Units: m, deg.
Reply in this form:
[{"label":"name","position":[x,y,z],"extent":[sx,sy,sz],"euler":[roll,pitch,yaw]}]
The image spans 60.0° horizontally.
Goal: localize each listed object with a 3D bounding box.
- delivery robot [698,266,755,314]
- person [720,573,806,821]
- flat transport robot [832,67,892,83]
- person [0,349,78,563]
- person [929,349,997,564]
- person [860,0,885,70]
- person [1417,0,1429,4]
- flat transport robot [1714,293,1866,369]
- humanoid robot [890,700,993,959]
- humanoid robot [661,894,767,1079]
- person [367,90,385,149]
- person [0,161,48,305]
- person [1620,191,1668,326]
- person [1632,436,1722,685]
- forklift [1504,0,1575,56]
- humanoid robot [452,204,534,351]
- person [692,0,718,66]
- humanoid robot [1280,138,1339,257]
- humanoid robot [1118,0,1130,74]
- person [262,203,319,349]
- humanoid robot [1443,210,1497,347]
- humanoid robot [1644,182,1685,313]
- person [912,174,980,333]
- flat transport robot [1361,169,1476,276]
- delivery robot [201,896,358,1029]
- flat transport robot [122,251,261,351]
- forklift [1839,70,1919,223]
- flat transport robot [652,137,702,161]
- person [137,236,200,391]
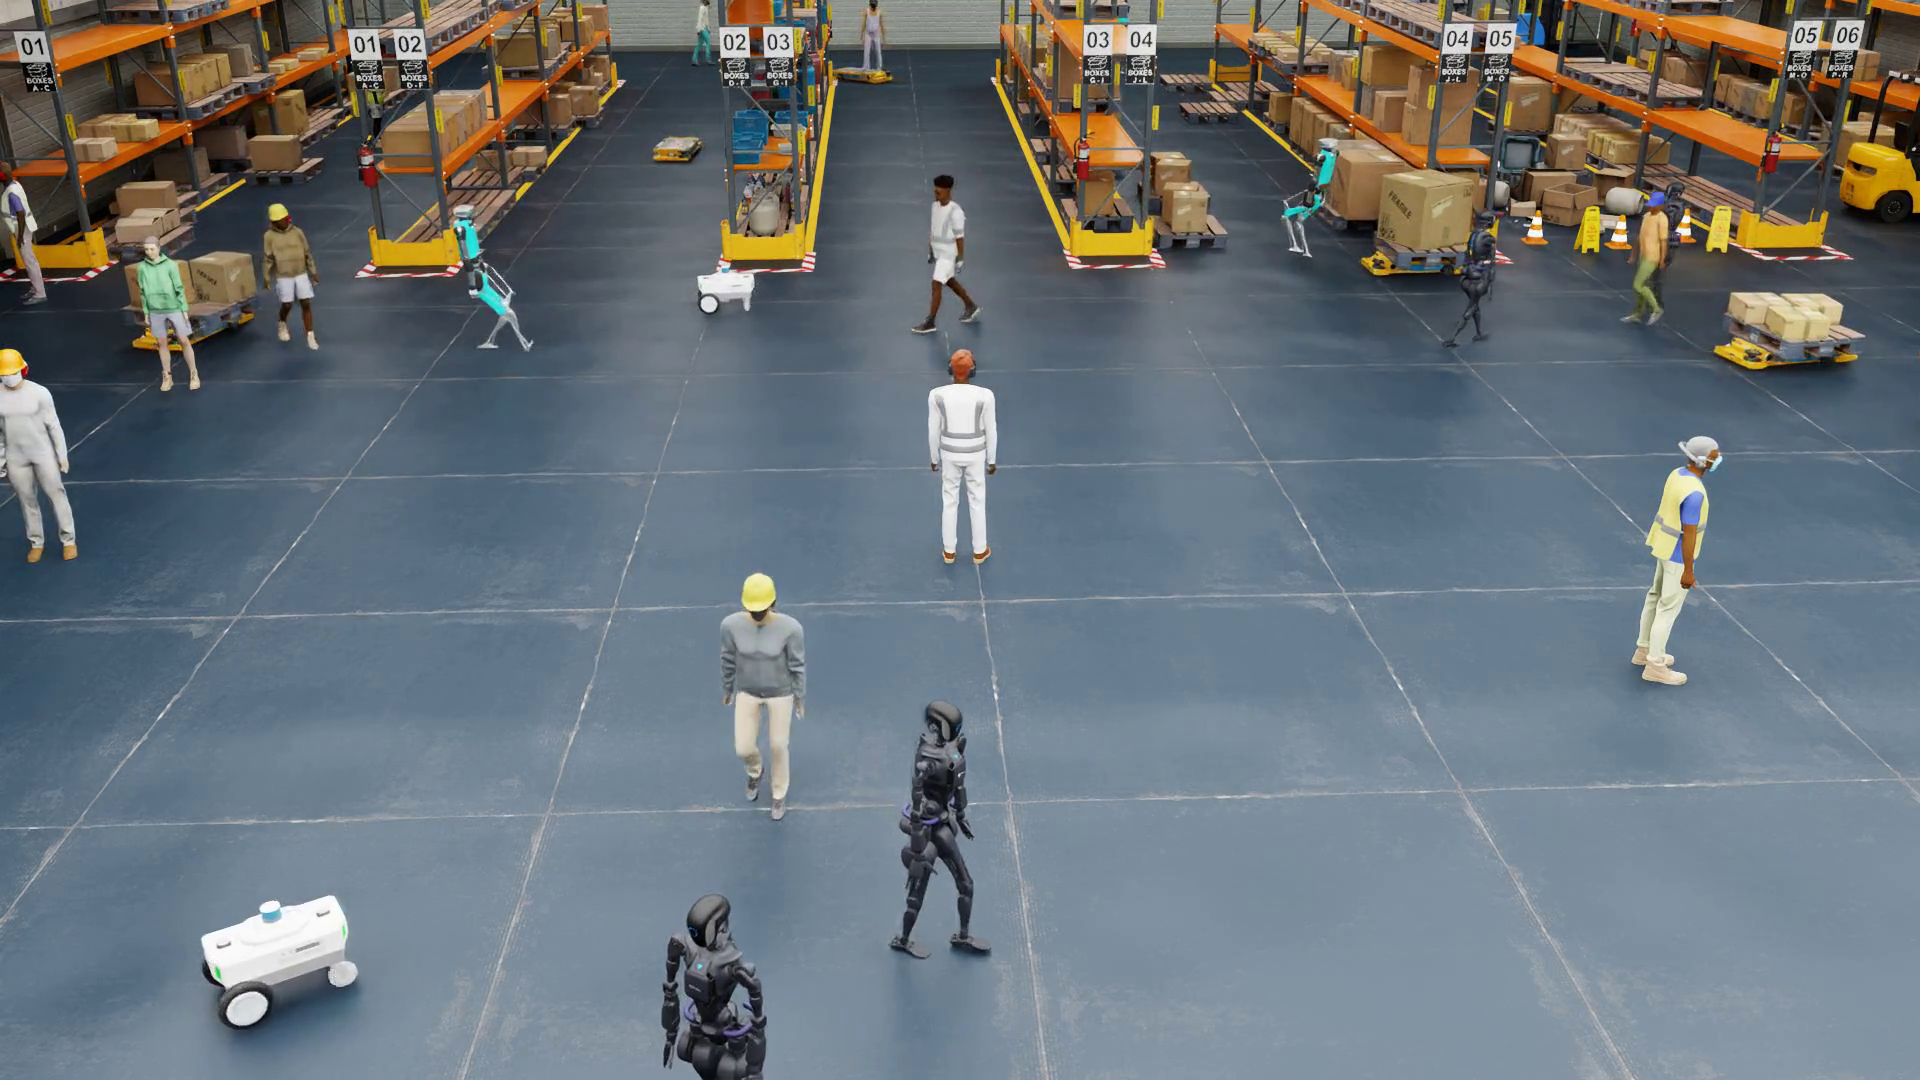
[{"label":"delivery robot","position":[-3.031,-3.210,21.357],"extent":[0.785,0.614,0.526],"euler":[-3,24,-7]},{"label":"person","position":[-1.230,0.983,10.436],"extent":[0.548,1.747,0.395],"euler":[0,24,1]},{"label":"flat transport robot","position":[-2.355,-10.870,38.898],"extent":[1.431,0.231,0.659],"euler":[14,27,28]},{"label":"person","position":[-7.879,-0.718,14.100],"extent":[0.569,1.889,0.389],"euler":[-5,25,-11]},{"label":"person","position":[0.028,-0.695,14.050],"extent":[0.574,1.882,0.351],"euler":[3,24,6]},{"label":"person","position":[-2.066,-11.843,39.146],"extent":[0.615,1.853,0.457],"euler":[-1,24,-1]},{"label":"person","position":[11.685,-13.051,41.916],"extent":[0.375,1.797,0.602],"euler":[-13,27,-27]},{"label":"flat transport robot","position":[9.678,-2.222,19.465],"extent":[1.431,0.231,0.659],"euler":[-5,25,-12]},{"label":"humanoid robot","position":[-0.107,1.612,9.137],"extent":[0.631,1.632,0.589],"euler":[11,26,24]},{"label":"humanoid robot","position":[-1.114,2.305,7.615],"extent":[0.589,1.623,0.790],"euler":[12,27,25]},{"label":"person","position":[-10.920,-8.202,31.156],"extent":[0.322,1.690,0.531],"euler":[-5,24,-11]},{"label":"person","position":[-12.108,-3.966,21.454],"extent":[0.389,1.838,0.563],"euler":[-14,27,-28]},{"label":"person","position":[8.488,-3.462,20.498],"extent":[0.394,1.695,0.455],"euler":[1,24,3]},{"label":"person","position":[5.234,0.133,12.180],"extent":[0.383,1.890,0.542],"euler":[3,24,6]},{"label":"forklift","position":[14.700,-13.805,42.301],"extent":[1.873,2.768,1.129],"euler":[-1,24,-2]},{"label":"humanoid robot","position":[-5.423,-3.031,19.557],"extent":[0.886,1.828,0.547],"euler":[-1,24,-2]},{"label":"person","position":[-6.289,-12.528,40.826],"extent":[0.761,1.721,0.540],"euler":[-4,24,-8]},{"label":"humanoid robot","position":[4.874,-4.831,23.536],"extent":[0.840,1.759,0.544],"euler":[17,29,34]},{"label":"humanoid robot","position":[3.992,-11.875,39.388],"extent":[0.560,1.795,0.932],"euler":[-15,28,-30]},{"label":"person","position":[-7.982,-3.157,19.778],"extent":[0.599,1.739,0.670],"euler":[-15,28,-30]},{"label":"humanoid robot","position":[6.141,-3.122,19.810],"extent":[0.768,1.628,0.610],"euler":[-8,25,-17]},{"label":"humanoid robot","position":[8.945,-3.706,21.065],"extent":[0.311,1.654,0.612],"euler":[11,26,23]},{"label":"person","position":[-0.148,-3.536,20.373],"extent":[0.972,1.927,0.605],"euler":[-12,27,-26]},{"label":"flat transport robot","position":[6.378,-3.862,23.151],"extent":[1.431,0.231,0.659],"euler":[-1,24,-3]},{"label":"delivery robot","position":[-3.721,2.243,9.071],"extent":[0.785,0.587,0.499],"euler":[-15,28,-30]},{"label":"flat transport robot","position":[-9.379,-2.621,20.362],"extent":[0.659,0.231,1.431],"euler":[6,25,12]},{"label":"forklift","position":[15.132,-6.143,25.915],"extent":[2.313,2.155,1.214],"euler":[-1,24,-2]},{"label":"flat transport robot","position":[-5.212,-7.203,30.657],"extent":[0.659,0.231,1.431],"euler":[1,24,1]},{"label":"person","position":[-8.714,-2.491,18.273],"extent":[0.470,1.734,0.324],"euler":[-3,24,-7]}]
